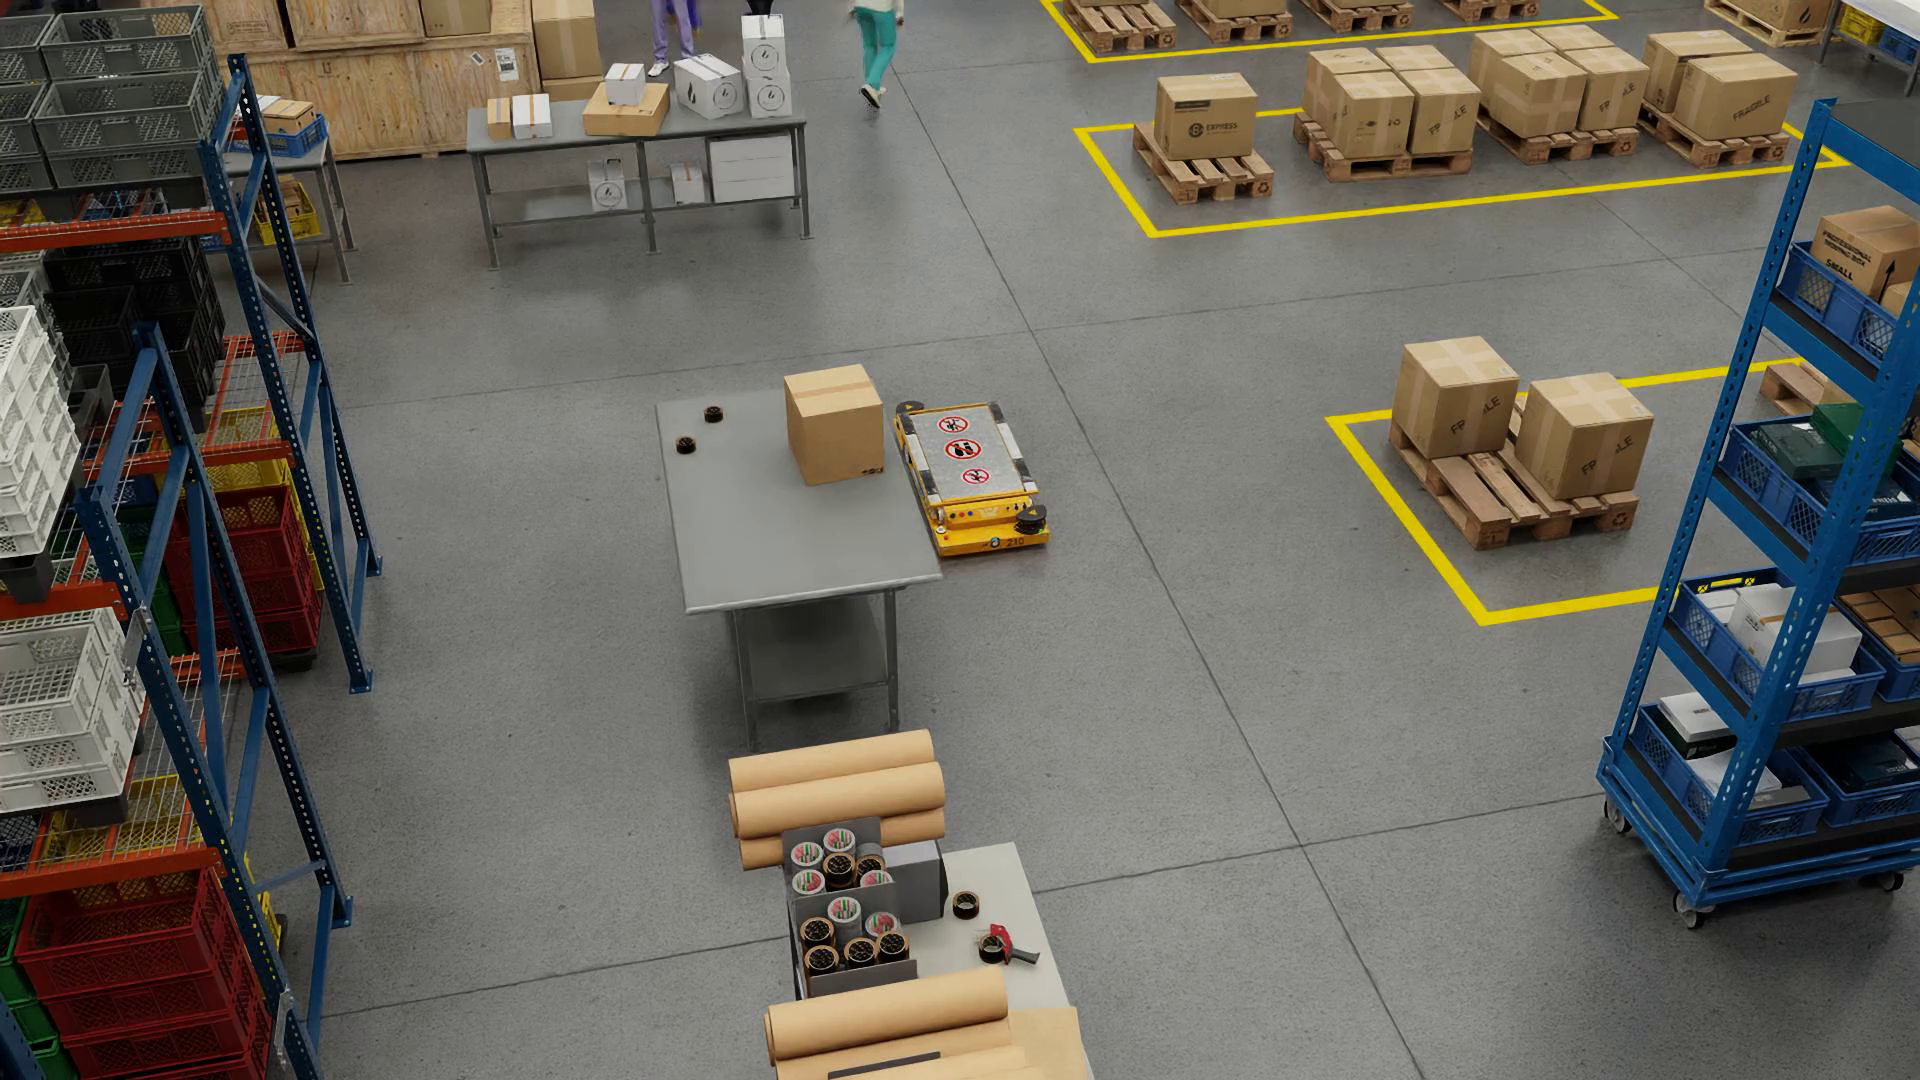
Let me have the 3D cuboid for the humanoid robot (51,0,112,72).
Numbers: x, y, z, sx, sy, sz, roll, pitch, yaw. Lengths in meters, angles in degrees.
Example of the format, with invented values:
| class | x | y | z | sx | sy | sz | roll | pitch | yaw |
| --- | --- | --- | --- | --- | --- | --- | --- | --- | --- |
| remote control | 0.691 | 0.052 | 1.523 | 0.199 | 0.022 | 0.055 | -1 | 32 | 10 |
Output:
| class | x | y | z | sx | sy | sz | roll | pitch | yaw |
| --- | --- | --- | --- | --- | --- | --- | --- | --- | --- |
| humanoid robot | -7.229 | -4.068 | 13.833 | 0.328 | 1.652 | 0.601 | 5 | 37 | 7 |

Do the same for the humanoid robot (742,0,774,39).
| class | x | y | z | sx | sy | sz | roll | pitch | yaw |
| --- | --- | --- | --- | --- | --- | --- | --- | --- | --- |
| humanoid robot | -1.682 | -4.228 | 14.055 | 0.332 | 1.651 | 0.574 | -2 | 37 | -3 |

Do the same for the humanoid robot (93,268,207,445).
| class | x | y | z | sx | sy | sz | roll | pitch | yaw |
| --- | --- | --- | --- | --- | --- | --- | --- | --- | --- |
| humanoid robot | -4.622 | -0.786 | 9.420 | 0.600 | 1.656 | 0.309 | -16 | 40 | -20 |

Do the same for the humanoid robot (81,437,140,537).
| class | x | y | z | sx | sy | sz | roll | pitch | yaw |
| --- | --- | --- | --- | --- | --- | --- | --- | --- | --- |
| humanoid robot | -4.999 | -0.759 | 9.393 | 0.351 | 1.647 | 0.574 | -23 | 42 | -28 |

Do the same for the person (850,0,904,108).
| class | x | y | z | sx | sy | sz | roll | pitch | yaw |
| --- | --- | --- | --- | --- | --- | --- | --- | --- | --- |
| person | -0.761 | -4.667 | 14.596 | 0.535 | 1.738 | 0.629 | 16 | 40 | 21 |

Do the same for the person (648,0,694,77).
| class | x | y | z | sx | sy | sz | roll | pitch | yaw |
| --- | --- | --- | --- | --- | --- | --- | --- | --- | --- |
| person | -2.683 | -5.176 | 15.119 | 0.586 | 1.929 | 0.357 | 5 | 37 | 7 |

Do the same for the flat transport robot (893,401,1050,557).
| class | x | y | z | sx | sy | sz | roll | pitch | yaw |
| --- | --- | --- | --- | --- | --- | --- | --- | --- | --- |
| flat transport robot | 0.046 | -0.430 | 10.108 | 0.652 | 0.197 | 1.431 | -8 | 37 | -10 |

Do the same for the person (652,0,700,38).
| class | x | y | z | sx | sy | sz | roll | pitch | yaw |
| --- | --- | --- | --- | --- | --- | --- | --- | --- | --- |
| person | -2.893 | -5.890 | 15.987 | 0.832 | 2.000 | 0.686 | 15 | 39 | 19 |

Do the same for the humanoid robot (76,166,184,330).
| class | x | y | z | sx | sy | sz | roll | pitch | yaw |
| --- | --- | --- | --- | --- | --- | --- | --- | --- | --- |
| humanoid robot | -5.458 | -1.916 | 10.938 | 0.589 | 1.657 | 0.327 | -27 | 45 | -32 |
